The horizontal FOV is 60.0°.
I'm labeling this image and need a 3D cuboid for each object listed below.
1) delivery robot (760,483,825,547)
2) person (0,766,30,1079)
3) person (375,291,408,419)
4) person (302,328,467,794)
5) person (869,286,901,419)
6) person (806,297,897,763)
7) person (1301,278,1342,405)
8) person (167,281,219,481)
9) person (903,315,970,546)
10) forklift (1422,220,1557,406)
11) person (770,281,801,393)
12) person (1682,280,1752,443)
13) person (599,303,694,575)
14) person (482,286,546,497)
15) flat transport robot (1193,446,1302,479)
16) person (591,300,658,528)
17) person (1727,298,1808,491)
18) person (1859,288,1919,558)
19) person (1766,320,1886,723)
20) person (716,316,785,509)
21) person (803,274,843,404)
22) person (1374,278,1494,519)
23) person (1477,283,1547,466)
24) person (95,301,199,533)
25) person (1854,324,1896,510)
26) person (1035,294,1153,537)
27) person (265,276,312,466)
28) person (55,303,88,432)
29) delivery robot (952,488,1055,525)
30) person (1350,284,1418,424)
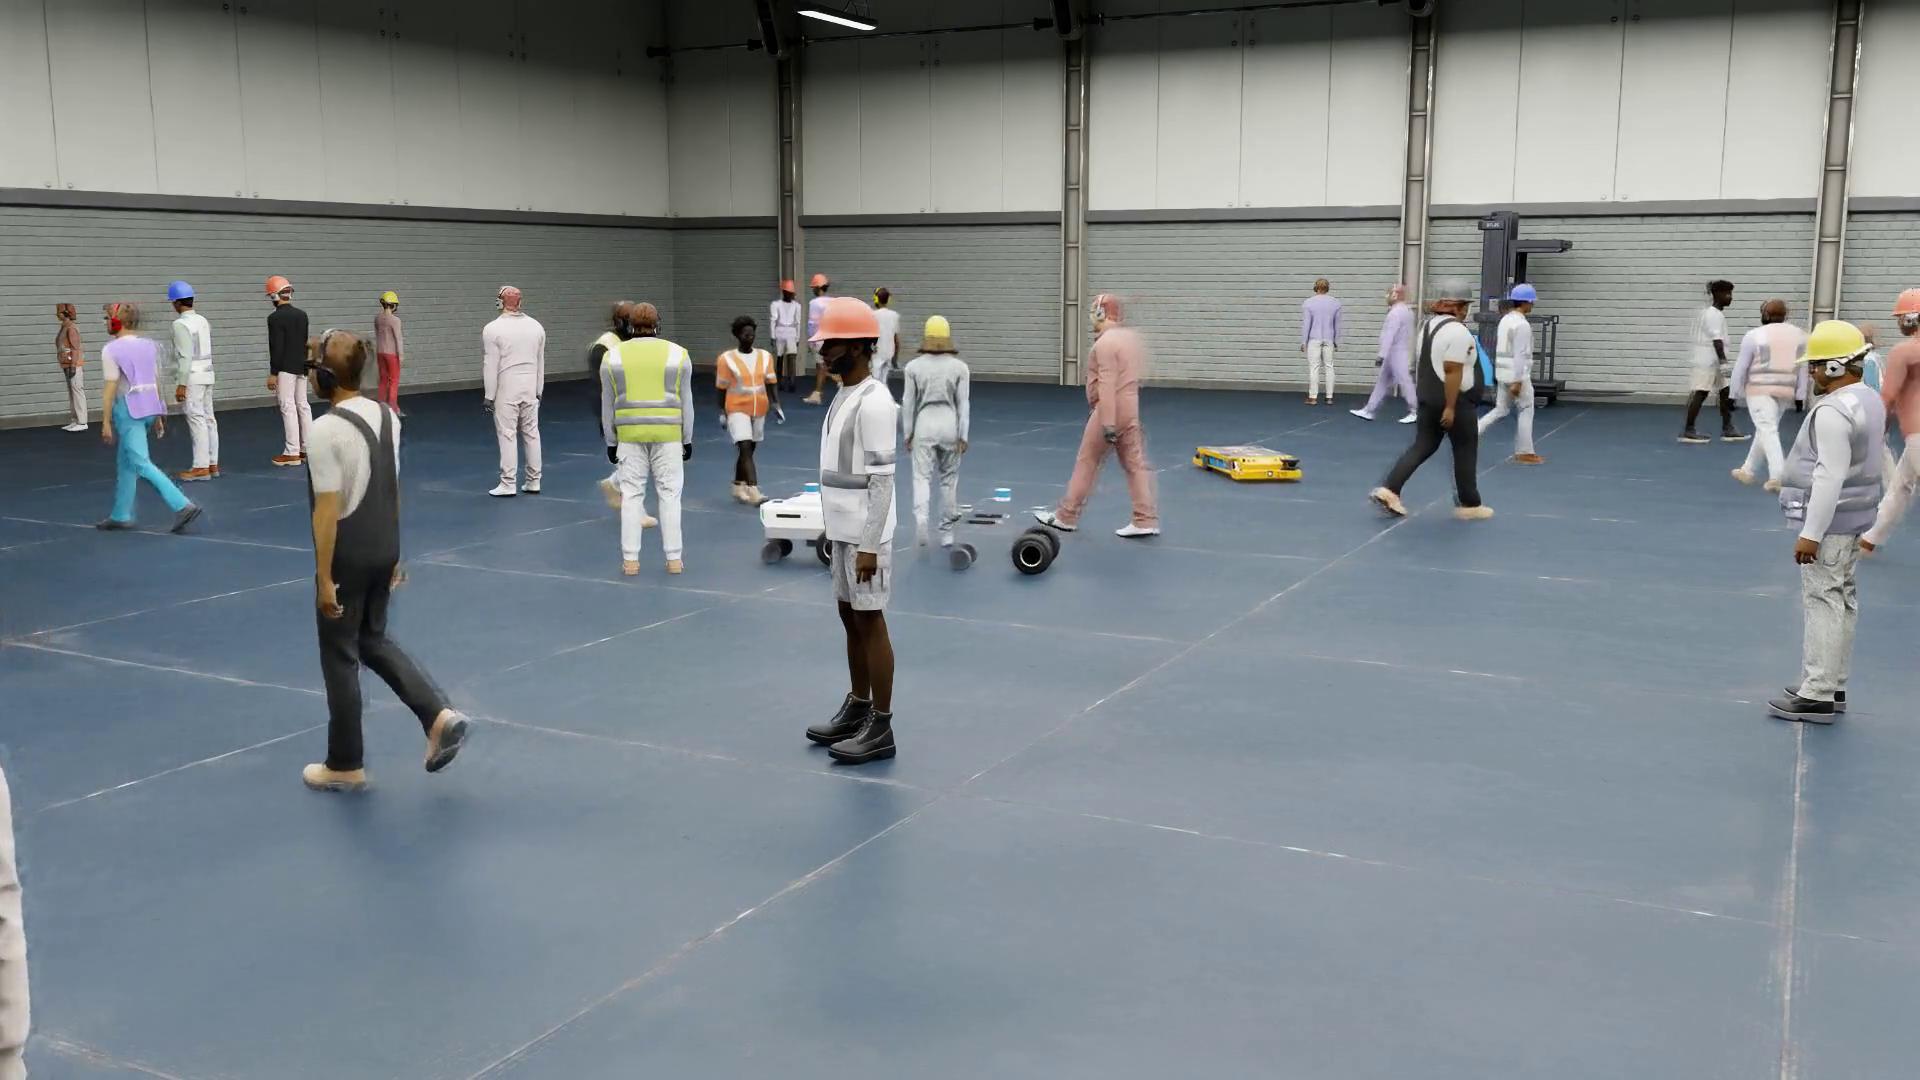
[{"bbox_3d":[-1.049,-0.160,11.817,0.707,0.478,0.477,2,10,13],"label":"delivery robot"},{"bbox_3d":[-1.729,0.808,2.707,0.512,1.617,0.434,1,9,6],"label":"person"},{"bbox_3d":[-7.946,-2.583,23.224,0.518,1.757,0.341,6,11,32],"label":"person"},{"bbox_3d":[-2.316,0.092,6.490,0.614,1.834,0.524,3,10,18],"label":"person"},{"bbox_3d":[-0.993,-2.369,21.617,0.535,1.850,0.633,-7,12,-39],"label":"person"},{"bbox_3d":[-0.452,-0.045,7.014,0.357,1.938,0.542,-4,10,-21],"label":"person"},{"bbox_3d":[5.543,-3.057,25.584,0.630,1.938,0.369,-1,9,-9],"label":"person"},{"bbox_3d":[-7.543,-1.561,16.339,0.403,1.944,0.605,0,9,-3],"label":"person"},{"bbox_3d":[-0.176,-0.790,12.276,0.494,1.727,0.667,0,9,1],"label":"person"},{"bbox_3d":[8.245,-3.527,25.720,1.873,2.768,1.129,5,10,27],"label":"forklift"},{"bbox_3d":[-2.958,-3.456,28.256,0.551,1.880,1.049,-2,9,-13],"label":"person"},{"bbox_3d":[9.067,-2.107,19.747,0.875,1.931,0.612,5,10,28],"label":"person"},{"bbox_3d":[-2.122,-0.691,11.339,0.619,1.836,0.431,-1,9,-5],"label":"person"},{"bbox_3d":[-4.089,-1.355,15.190,0.407,1.908,0.643,7,12,37],"label":"person"},{"bbox_3d":[2.909,-0.803,16.942,0.652,0.197,1.431,-2,9,-10],"label":"flat transport robot"},{"bbox_3d":[-2.715,-1.026,13.438,0.616,1.820,0.636,6,11,33],"label":"person"},{"bbox_3d":[7.615,-1.382,15.723,0.647,1.790,0.984,-1,9,-8],"label":"person"},{"bbox_3d":[6.589,-0.755,11.437,0.593,1.919,1.111,-6,11,-31],"label":"person"},{"bbox_3d":[3.974,-0.089,7.629,0.403,1.826,0.586,8,12,41],"label":"person"},{"bbox_3d":[-1.828,-1.112,14.458,0.541,1.646,0.868,-6,11,-35],"label":"person"},{"bbox_3d":[-2.034,-3.064,25.450,0.919,2.013,0.612,6,11,34],"label":"person"},{"bbox_3d":[3.950,-1.175,13.798,0.964,2.000,0.682,-2,9,-13],"label":"person"},{"bbox_3d":[5.797,-1.755,17.626,0.829,1.920,0.610,-1,9,-5],"label":"person"},{"bbox_3d":[-6.445,-0.966,13.077,0.885,1.821,0.569,1,9,6],"label":"person"},{"bbox_3d":[7.711,-1.055,14.303,0.896,1.577,0.530,4,10,23],"label":"person"},{"bbox_3d":[1.079,-0.957,12.874,0.993,1.856,0.649,5,11,29],"label":"person"},{"bbox_3d":[-7.140,-1.793,17.650,0.393,1.985,0.611,2,9,12],"label":"person"},{"bbox_3d":[-11.377,-2.212,21.292,0.309,1.641,0.513,-7,11,-36],"label":"person"},{"bbox_3d":[0.300,-0.240,11.510,0.698,0.223,0.335,2,9,10],"label":"delivery robot"},{"bbox_3d":[5.810,-2.505,22.424,0.987,1.854,0.656,3,10,18],"label":"person"}]
